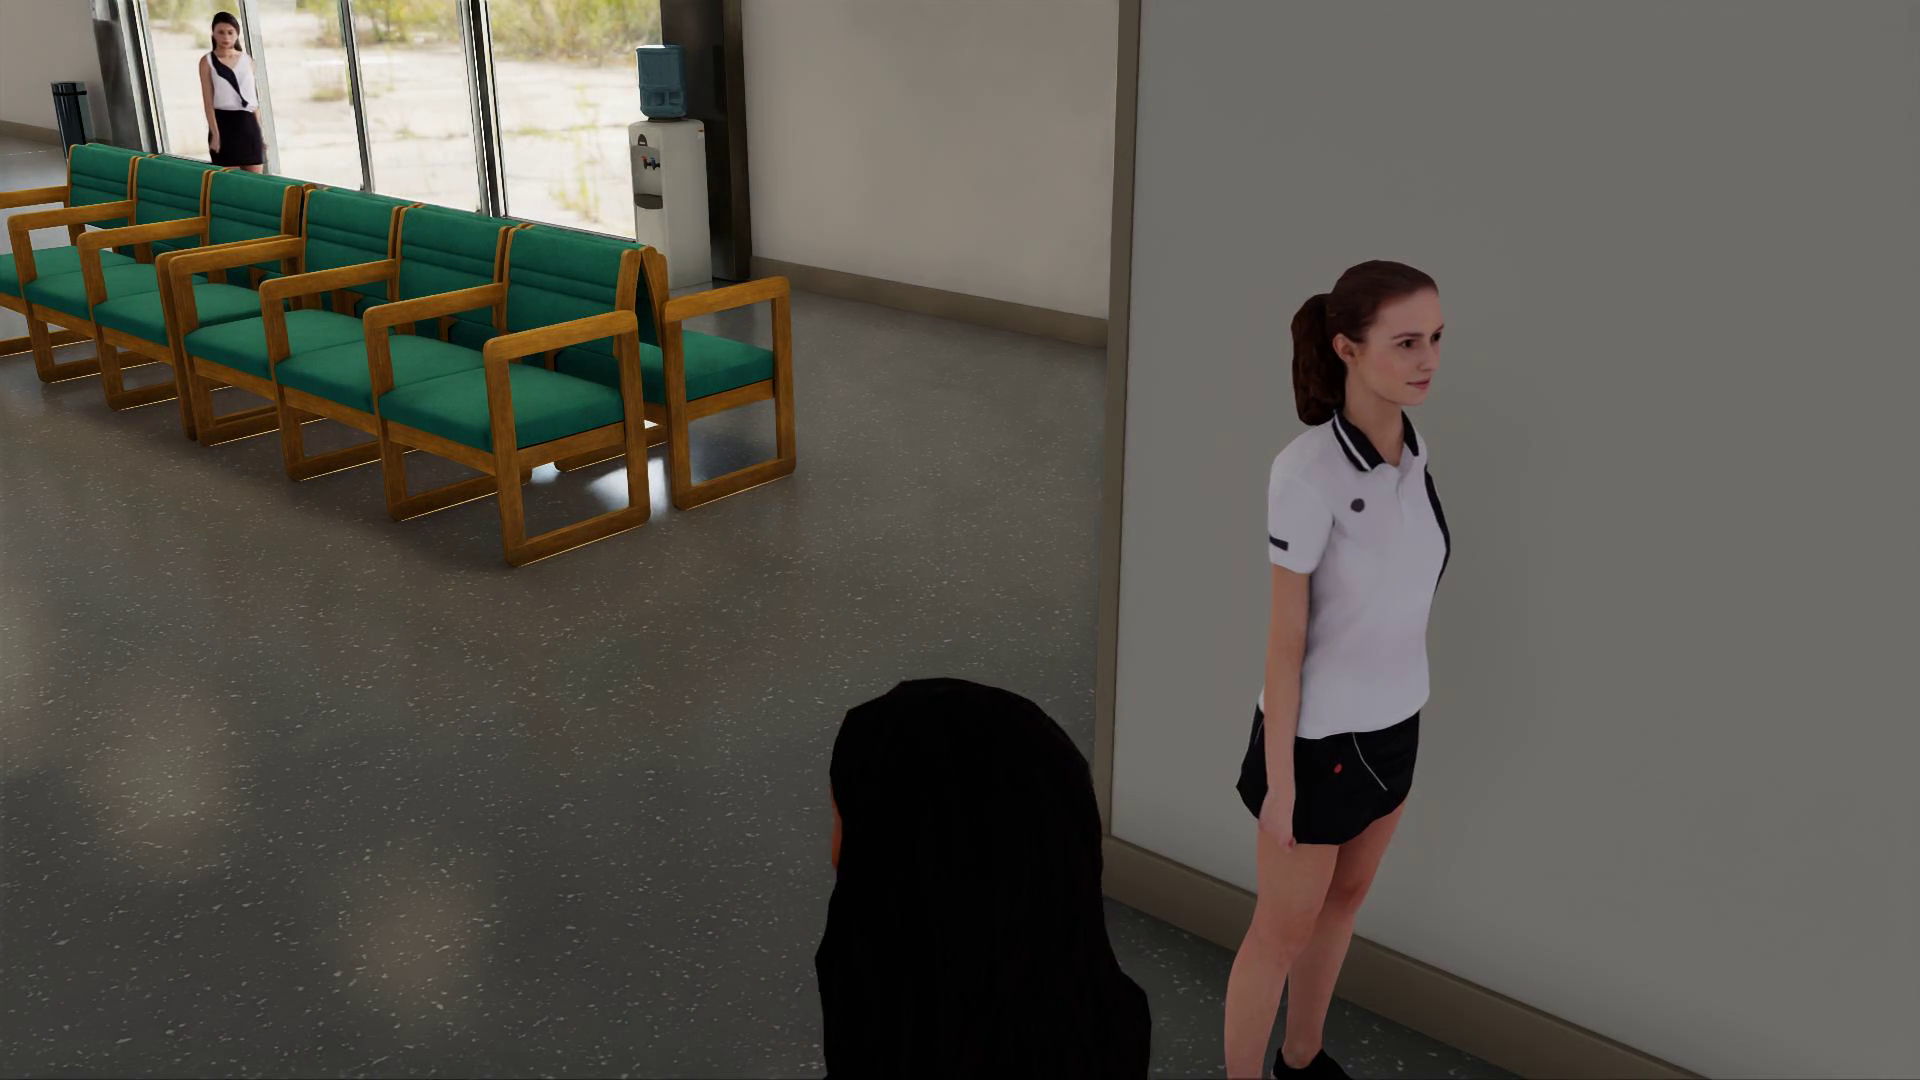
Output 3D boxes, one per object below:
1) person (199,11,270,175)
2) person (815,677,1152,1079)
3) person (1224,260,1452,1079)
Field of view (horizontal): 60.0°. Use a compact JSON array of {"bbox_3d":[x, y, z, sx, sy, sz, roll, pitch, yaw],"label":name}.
[{"bbox_3d":[-4.979,-2.774,11.441,0.605,1.650,0.438,16,26,37],"label":"person"},{"bbox_3d":[0.019,0.930,1.537,0.629,1.738,0.458,17,27,38],"label":"person"},{"bbox_3d":[0.679,0.362,3.019,0.492,1.750,0.651,-19,28,-40],"label":"person"}]
